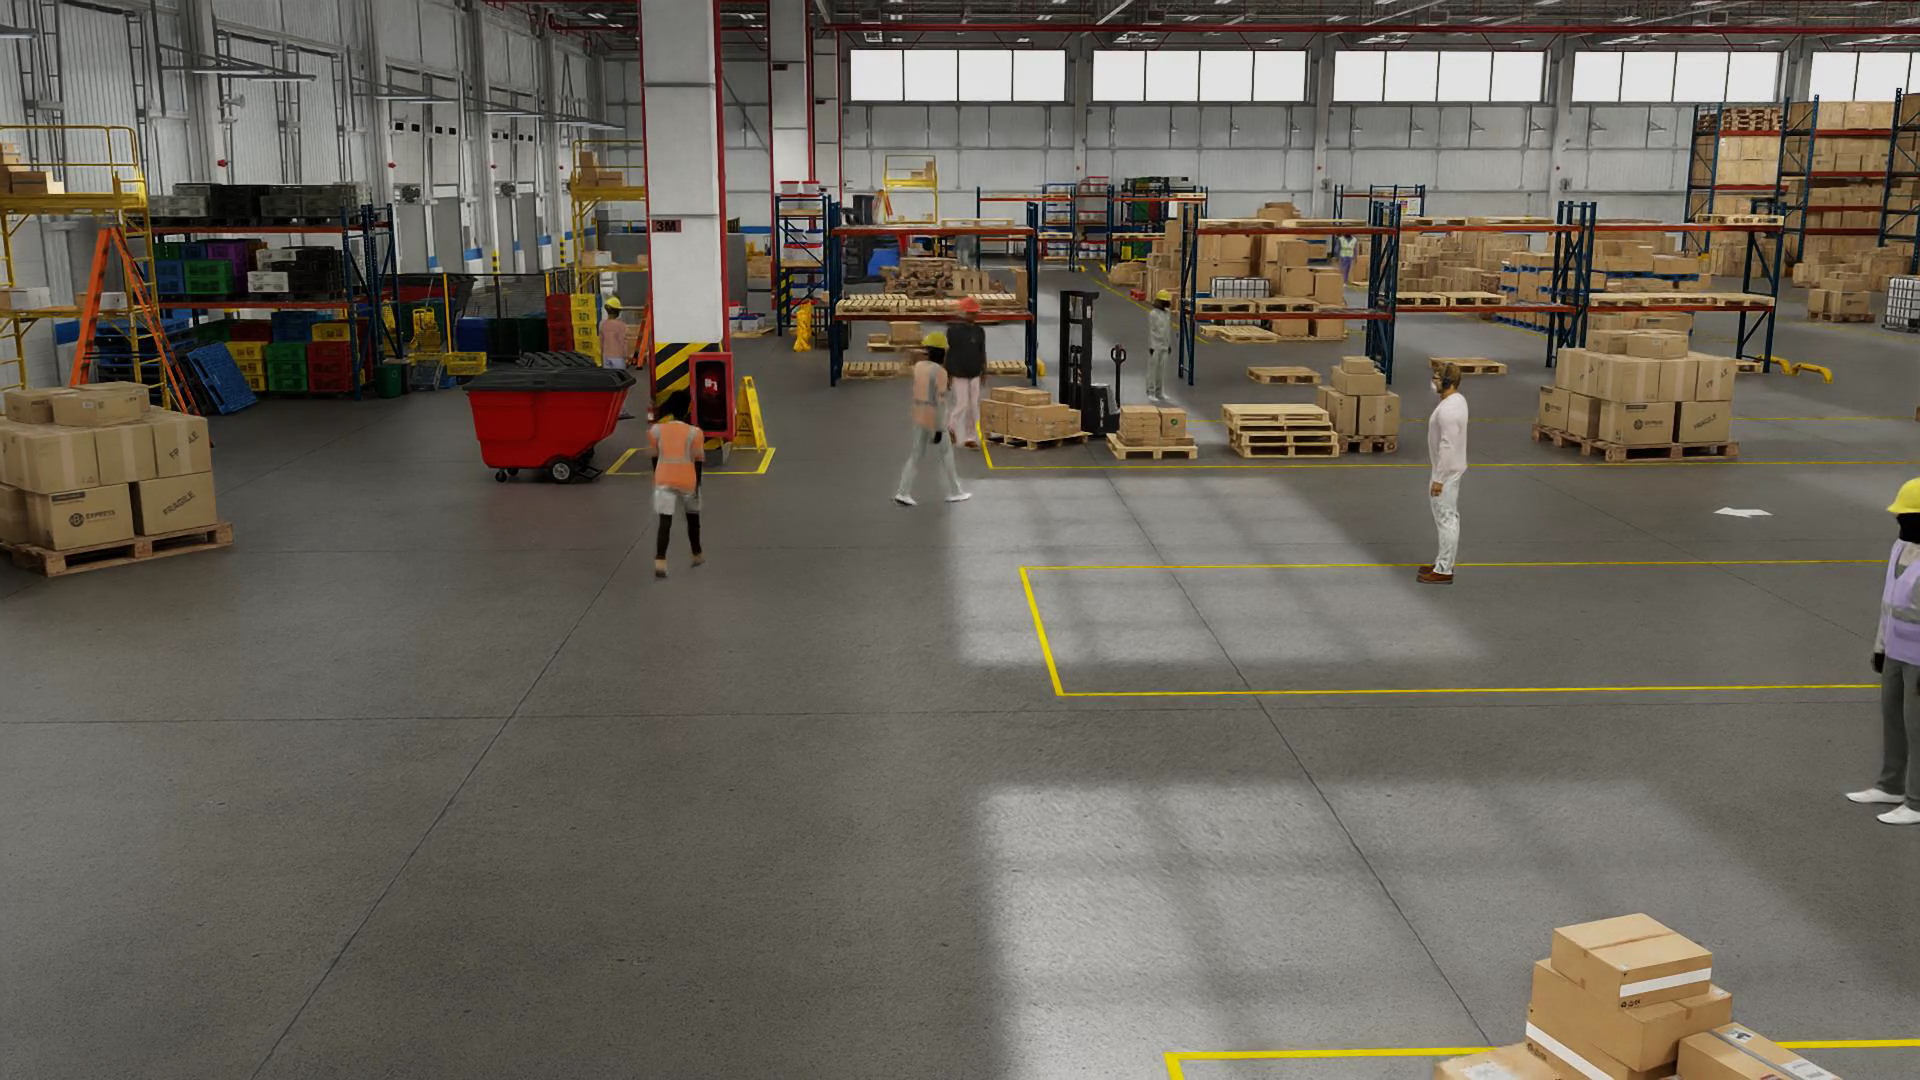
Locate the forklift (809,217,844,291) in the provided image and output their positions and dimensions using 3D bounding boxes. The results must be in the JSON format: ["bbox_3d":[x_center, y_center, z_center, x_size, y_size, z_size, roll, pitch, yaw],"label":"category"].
[{"bbox_3d":[-4.375,-8.619,48.637,1.873,2.768,1.129,0,12,-2],"label":"forklift"}]

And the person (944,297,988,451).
[{"bbox_3d":[0.080,-2.135,21.404,0.641,1.981,0.467,-9,16,-36],"label":"person"}]

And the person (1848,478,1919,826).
[{"bbox_3d":[5.228,0.607,9.171,0.390,1.922,0.587,0,12,1],"label":"person"}]

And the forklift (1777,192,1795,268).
[{"bbox_3d":[29.927,-11.218,60.370,1.873,2.768,1.129,0,12,-2],"label":"forklift"}]

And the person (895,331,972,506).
[{"bbox_3d":[-0.320,-1.300,17.864,0.957,1.883,0.587,-11,16,-40],"label":"person"}]

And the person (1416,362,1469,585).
[{"bbox_3d":[4.213,-0.578,14.475,0.371,1.941,0.627,5,13,22],"label":"person"}]

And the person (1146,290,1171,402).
[{"bbox_3d":[3.149,-3.047,26.075,0.487,1.741,0.314,-12,17,-43],"label":"person"}]

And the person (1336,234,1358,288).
[{"bbox_3d":[11.974,-8.714,51.370,0.616,1.863,1.060,-1,12,-2],"label":"person"}]

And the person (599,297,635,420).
[{"bbox_3d":[-5.001,-2.631,24.137,0.525,1.769,0.308,8,15,32],"label":"person"}]

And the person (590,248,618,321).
[{"bbox_3d":[-8.026,-5.612,37.377,0.606,1.860,0.608,-8,15,-32],"label":"person"}]

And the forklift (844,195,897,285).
[{"bbox_3d":[-3.065,-9.584,52.991,1.873,2.768,1.129,-7,14,-28],"label":"forklift"}]

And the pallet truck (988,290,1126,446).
[{"bbox_3d":[1.257,-2.299,22.111,1.885,1.965,0.823,-9,15,-35],"label":"pallet truck"}]

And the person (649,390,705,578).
[{"bbox_3d":[-2.525,-0.505,14.792,0.525,1.650,0.876,1,13,5],"label":"person"}]

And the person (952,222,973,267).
[{"bbox_3d":[0.076,-9.535,54.956,0.636,1.922,0.452,6,14,23],"label":"person"}]

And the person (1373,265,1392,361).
[{"bbox_3d":[8.066,-4.342,31.771,0.352,1.812,0.651,5,13,21],"label":"person"}]
